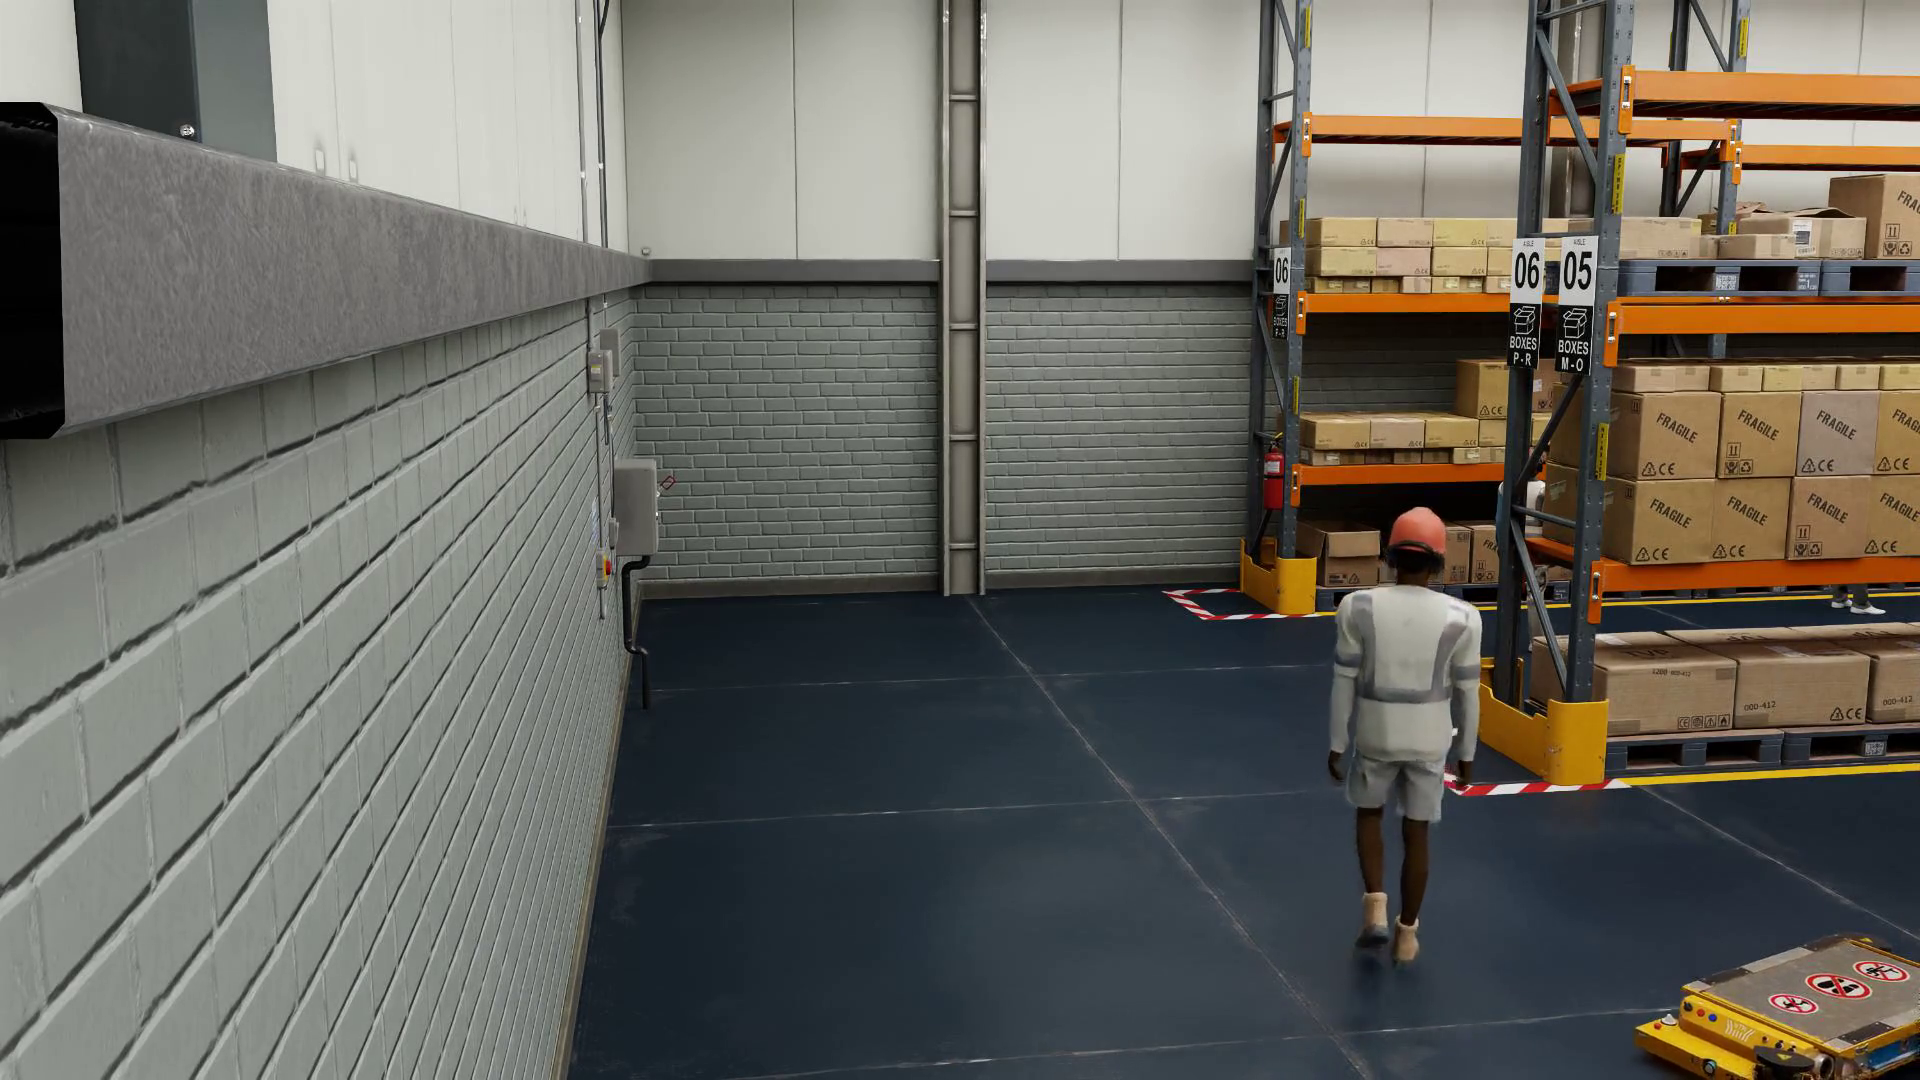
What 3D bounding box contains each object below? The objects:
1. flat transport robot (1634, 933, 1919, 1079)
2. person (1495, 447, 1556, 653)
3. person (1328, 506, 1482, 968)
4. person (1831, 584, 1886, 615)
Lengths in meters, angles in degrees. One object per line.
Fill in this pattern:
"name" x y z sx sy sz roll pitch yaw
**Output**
"flat transport robot" 3.386 1.855 6.501 1.431 0.197 0.652 -5 11 -30
"person" 4.500 0.083 13.216 0.515 1.641 0.309 8 12 40
"person" 1.933 0.859 7.246 0.631 2.023 0.424 2 10 15
"person" 8.017 -0.298 14.712 0.397 1.918 0.588 -1 9 -9
